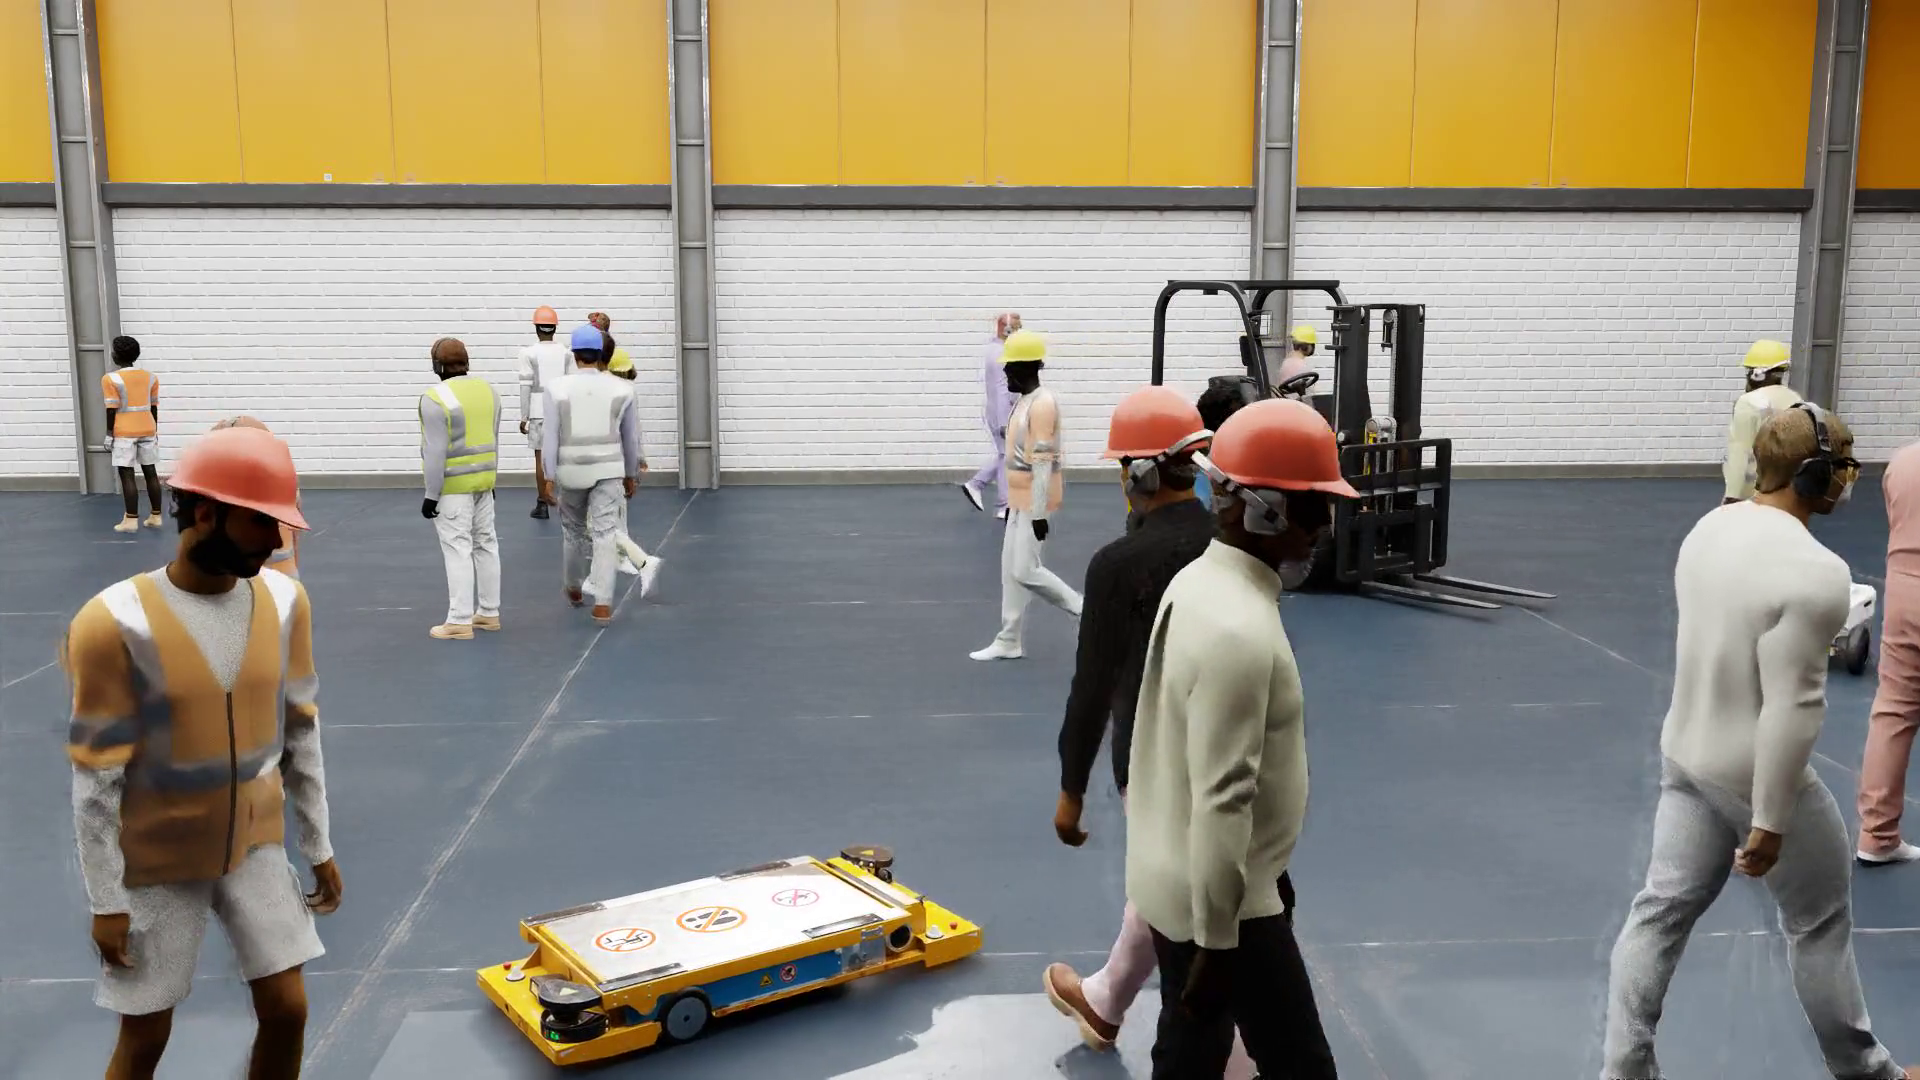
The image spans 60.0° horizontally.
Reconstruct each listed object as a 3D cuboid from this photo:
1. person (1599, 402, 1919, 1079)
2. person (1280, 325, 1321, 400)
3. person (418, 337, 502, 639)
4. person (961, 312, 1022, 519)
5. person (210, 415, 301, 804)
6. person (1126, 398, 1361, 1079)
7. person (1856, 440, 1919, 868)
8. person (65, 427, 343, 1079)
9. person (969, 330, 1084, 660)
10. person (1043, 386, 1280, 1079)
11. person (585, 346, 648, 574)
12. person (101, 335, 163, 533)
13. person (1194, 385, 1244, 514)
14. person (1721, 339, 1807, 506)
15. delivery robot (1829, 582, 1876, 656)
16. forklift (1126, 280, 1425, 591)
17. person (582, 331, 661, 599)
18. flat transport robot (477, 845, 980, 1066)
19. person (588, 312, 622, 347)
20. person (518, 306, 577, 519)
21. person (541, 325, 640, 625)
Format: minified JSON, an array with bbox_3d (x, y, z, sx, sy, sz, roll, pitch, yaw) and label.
[{"bbox_3d":[2.125,0.599,4.270,0.986,1.892,0.642,-1,9,-9],"label":"person"},{"bbox_3d":[3.142,-1.104,15.354,0.352,1.753,0.554,-2,9,-15],"label":"person"},{"bbox_3d":[-3.064,-0.314,10.165,0.430,1.841,0.624,4,10,24],"label":"person"},{"bbox_3d":[0.350,-1.115,15.054,0.544,1.892,0.642,0,9,3],"label":"person"},{"bbox_3d":[-2.925,0.295,6.962,0.309,1.640,0.513,2,9,11],"label":"person"},{"bbox_3d":[0.561,0.702,3.386,0.474,1.969,0.602,-1,9,-5],"label":"person"},{"bbox_3d":[3.754,0.300,6.179,0.827,1.873,0.669,-3,10,-19],"label":"person"},{"bbox_3d":[-1.653,0.697,3.683,0.450,1.899,0.554,7,11,38],"label":"person"},{"bbox_3d":[0.431,-0.236,9.453,0.702,1.909,0.605,-1,9,-8],"label":"person"},{"bbox_3d":[0.513,0.569,4.337,0.633,1.927,1.034,-7,12,-38],"label":"person"},{"bbox_3d":[-2.657,-0.620,12.539,0.759,1.698,0.545,4,10,21],"label":"person"},{"bbox_3d":[-7.150,-0.914,14.363,0.315,1.699,0.541,4,10,25],"label":"person"},{"bbox_3d":[1.207,0.070,8.194,0.562,1.684,0.543,8,12,42],"label":"person"},{"bbox_3d":[4.944,-0.326,10.293,0.624,1.819,0.424,-5,10,-27],"label":"person"},{"bbox_3d":[4.958,0.389,9.475,0.477,0.478,0.707,8,12,40],"label":"delivery robot"},{"bbox_3d":[2.301,-0.860,12.475,1.214,2.155,2.313,-6,11,-35],"label":"forklift"},{"bbox_3d":[-2.384,-0.501,11.323,0.745,1.851,0.535,4,10,23],"label":"person"},{"bbox_3d":[-0.705,1.256,5.208,1.431,0.197,0.652,-6,11,-34],"label":"flat transport robot"},{"bbox_3d":[-3.557,-1.356,16.679,0.389,1.848,0.563,3,9,16],"label":"person"},{"bbox_3d":[-3.753,-1.160,15.164,0.553,1.935,0.362,-5,11,-31],"label":"person"},{"bbox_3d":[-2.390,-0.438,10.768,0.641,1.887,1.000,-3,10,-18],"label":"person"}]
